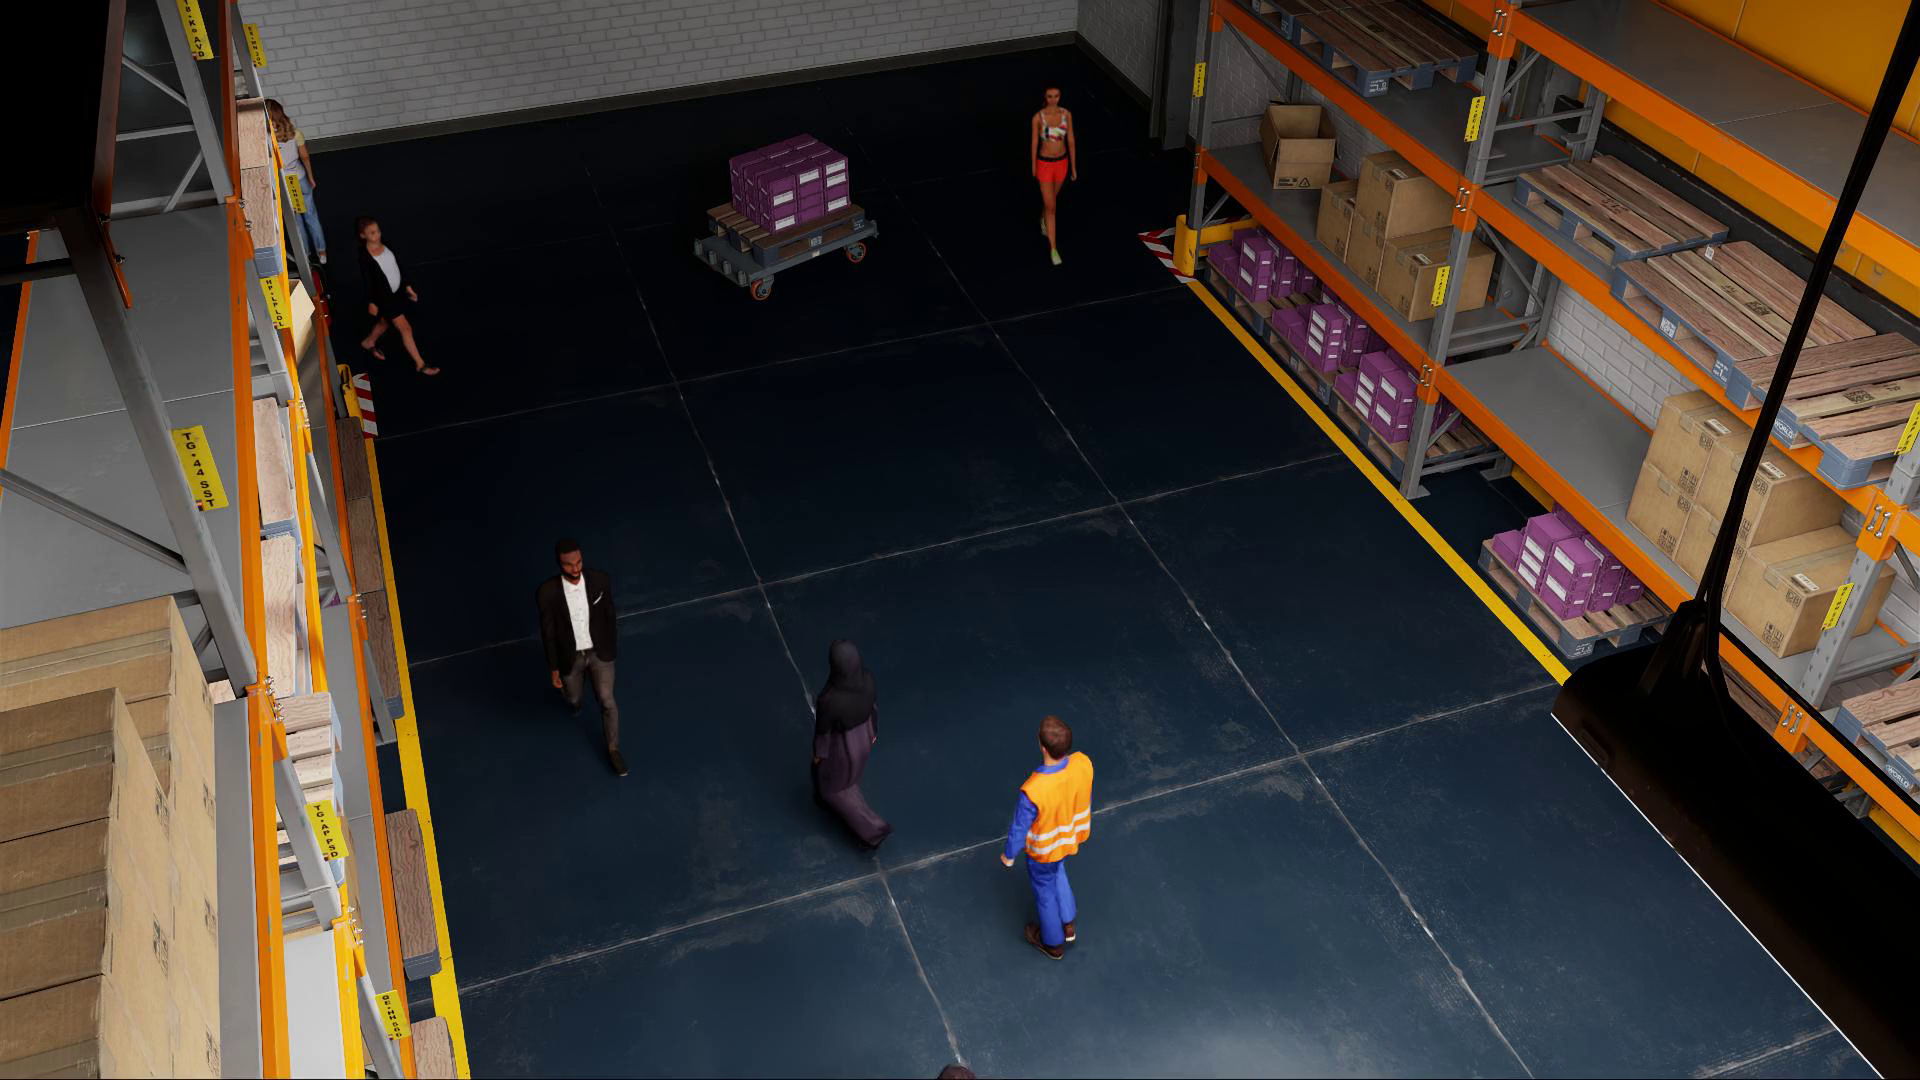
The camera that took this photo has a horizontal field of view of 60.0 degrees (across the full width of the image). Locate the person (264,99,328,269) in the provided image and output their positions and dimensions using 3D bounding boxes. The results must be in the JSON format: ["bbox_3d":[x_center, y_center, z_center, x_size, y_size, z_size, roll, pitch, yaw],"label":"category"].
[{"bbox_3d":[-6.467,-3.440,16.087,0.702,1.723,0.676,-29,47,-31],"label":"person"}]

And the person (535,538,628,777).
[{"bbox_3d":[-2.494,0.697,10.866,0.689,1.774,1.082,-16,41,-19],"label":"person"}]

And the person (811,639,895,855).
[{"bbox_3d":[-0.676,1.279,10.275,1.041,1.601,0.869,31,48,33],"label":"person"}]

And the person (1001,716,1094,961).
[{"bbox_3d":[0.574,1.772,9.457,0.799,1.853,0.816,-30,47,-32],"label":"person"}]

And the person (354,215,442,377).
[{"bbox_3d":[-5.117,-2.179,14.663,1.031,1.530,1.040,12,40,14],"label":"person"}]

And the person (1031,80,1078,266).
[{"bbox_3d":[0.897,-3.701,16.397,0.635,1.743,1.168,-9,39,-11],"label":"person"}]
